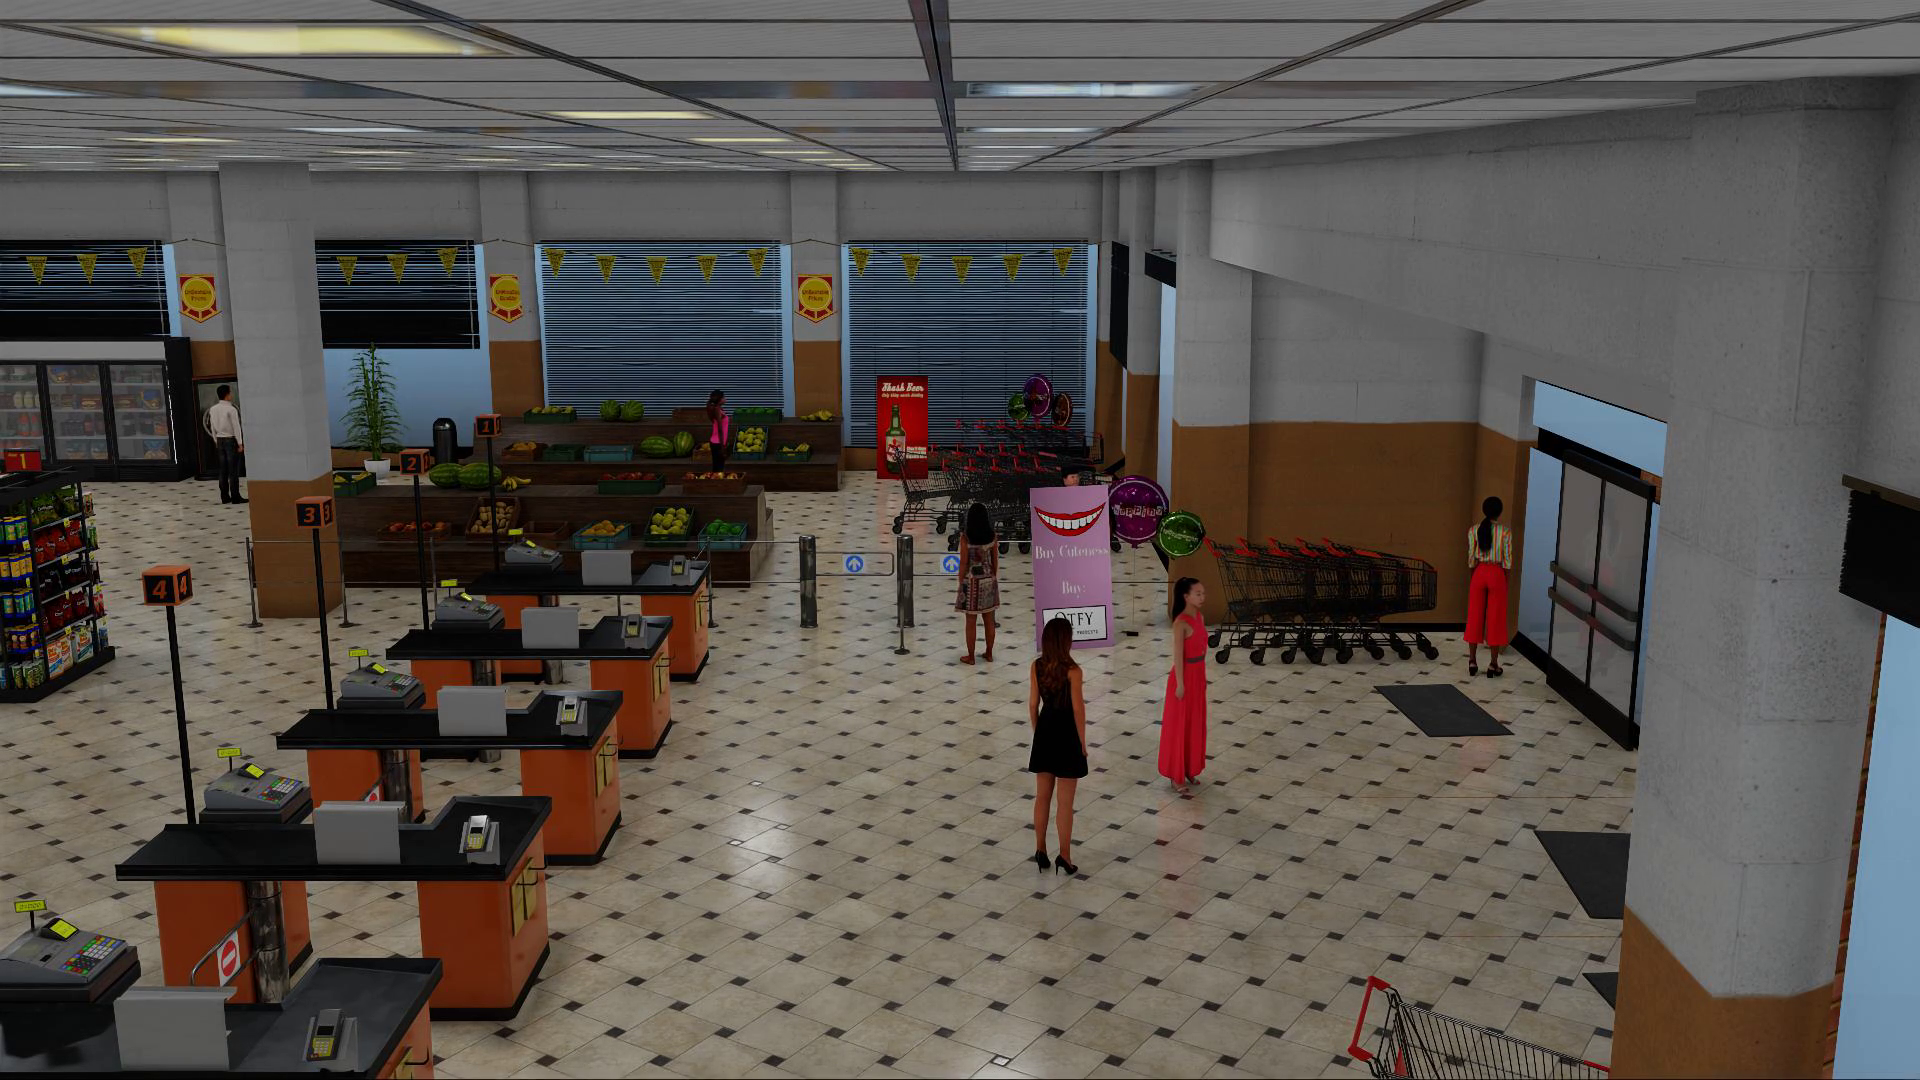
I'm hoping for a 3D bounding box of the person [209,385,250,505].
[{"bbox_3d":[-11.142,-1.457,25.297,0.628,1.810,0.798,5,13,21],"label":"person"}]

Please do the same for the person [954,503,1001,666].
[{"bbox_3d":[0.184,0.429,16.742,0.641,1.645,0.784,-6,13,-27],"label":"person"}]

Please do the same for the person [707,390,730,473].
[{"bbox_3d":[-3.701,-1.442,25.441,0.621,1.723,0.610,-3,12,-16],"label":"person"}]

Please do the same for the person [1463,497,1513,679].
[{"bbox_3d":[5.171,0.452,16.272,0.633,1.793,0.737,7,14,30],"label":"person"}]

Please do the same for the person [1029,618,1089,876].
[{"bbox_3d":[0.670,1.429,11.533,0.626,1.834,0.723,7,14,32],"label":"person"}]

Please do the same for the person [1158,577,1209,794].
[{"bbox_3d":[1.807,1.135,13.194,0.748,1.726,0.715,8,15,35],"label":"person"}]
